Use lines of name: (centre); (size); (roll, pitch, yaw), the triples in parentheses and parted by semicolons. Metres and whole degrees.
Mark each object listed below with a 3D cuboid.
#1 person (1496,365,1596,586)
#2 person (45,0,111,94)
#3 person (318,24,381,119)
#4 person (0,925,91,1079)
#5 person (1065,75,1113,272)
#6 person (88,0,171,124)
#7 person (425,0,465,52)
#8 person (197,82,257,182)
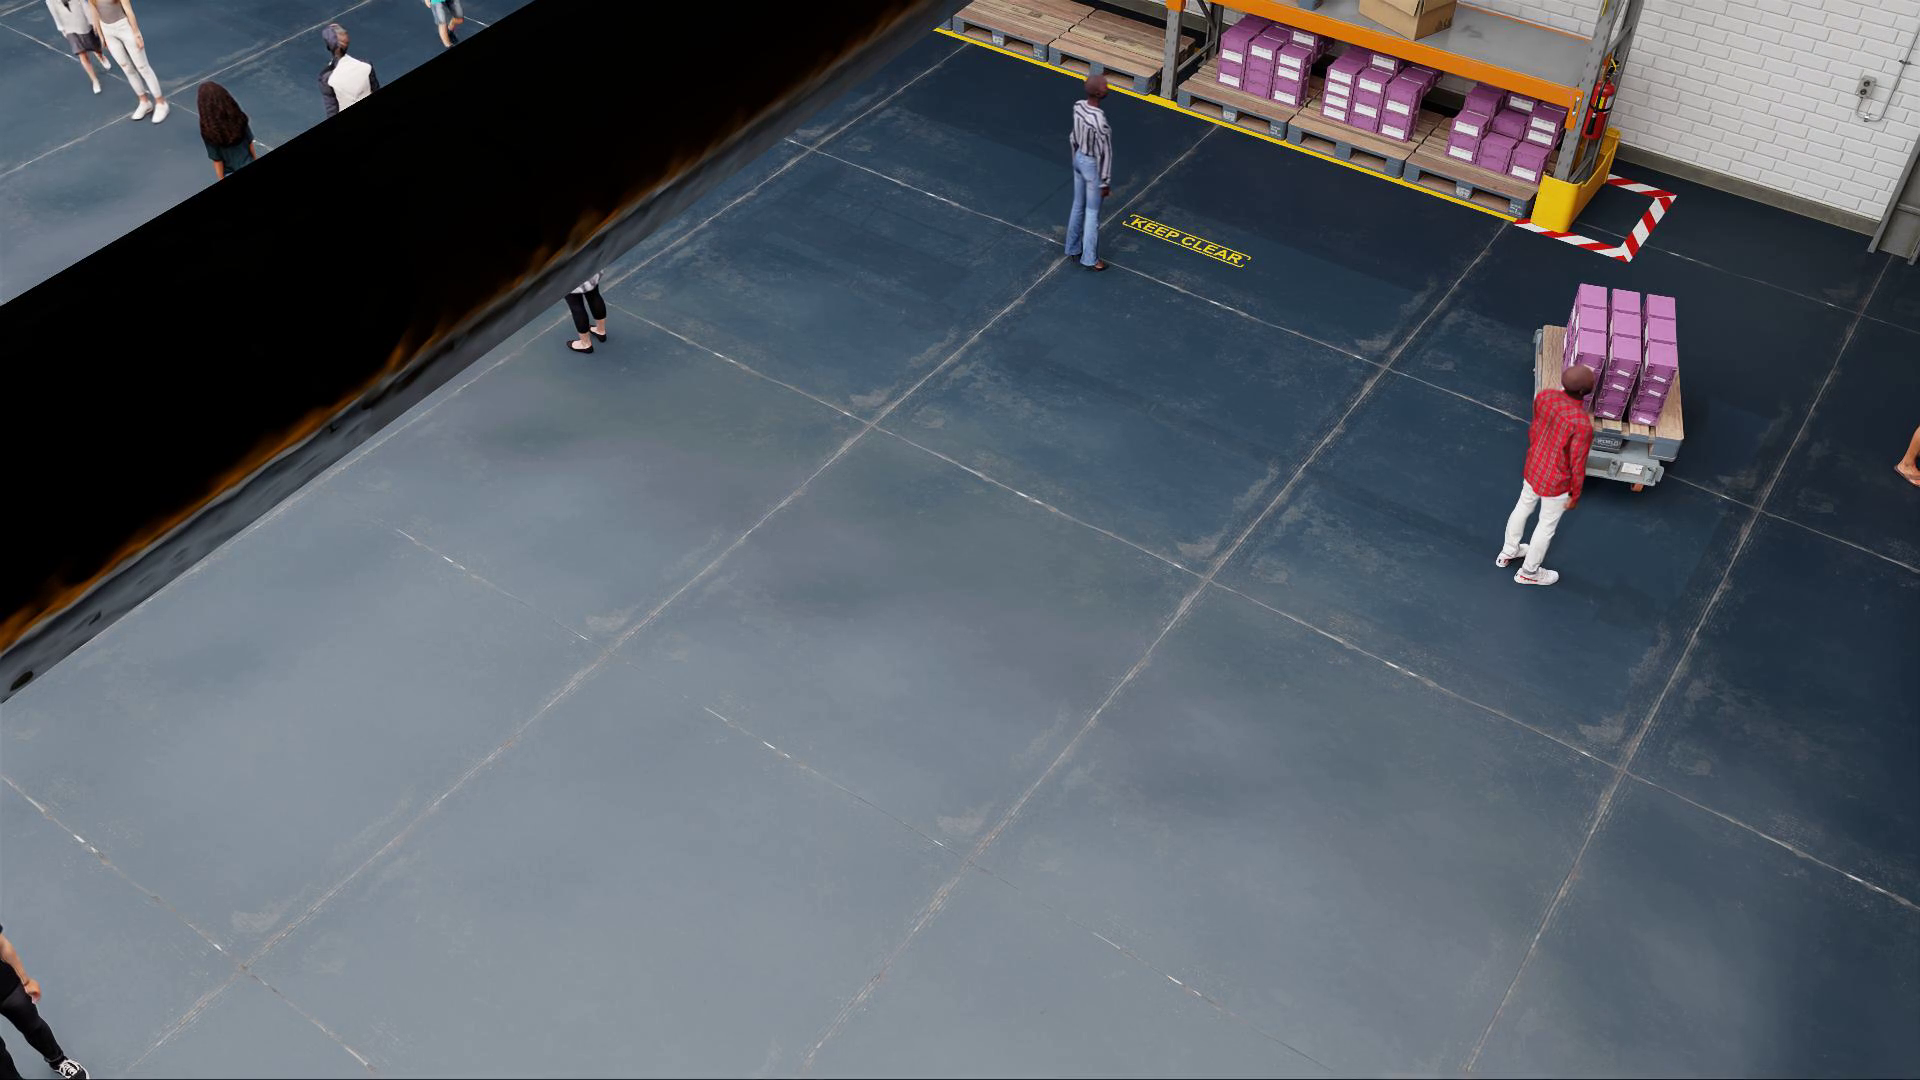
person: (4.004, -0.455, 11.282); (0.816, 1.820, 0.705); (-17, 46, -17)
person: (-8.809, -5.151, 16.618); (0.760, 1.260, 0.897); (-22, 48, -21)
person: (-5.237, -3.589, 14.521); (0.737, 1.892, 0.660); (-32, 52, -29)
person: (-4.943, 2.286, 8.393); (0.575, 1.836, 0.659); (33, 52, 29)
person: (1.099, -3.109, 14.086); (0.761, 1.795, 0.625); (-21, 47, -21)
person: (-8.054, -4.869, 15.991); (0.607, 1.716, 0.726); (6, 44, 6)
person: (-5.333, -5.620, 16.980); (0.603, 1.439, 0.693); (-32, 52, -29)
person: (-6.200, -3.179, 14.289); (0.603, 1.616, 0.611); (30, 51, 28)
